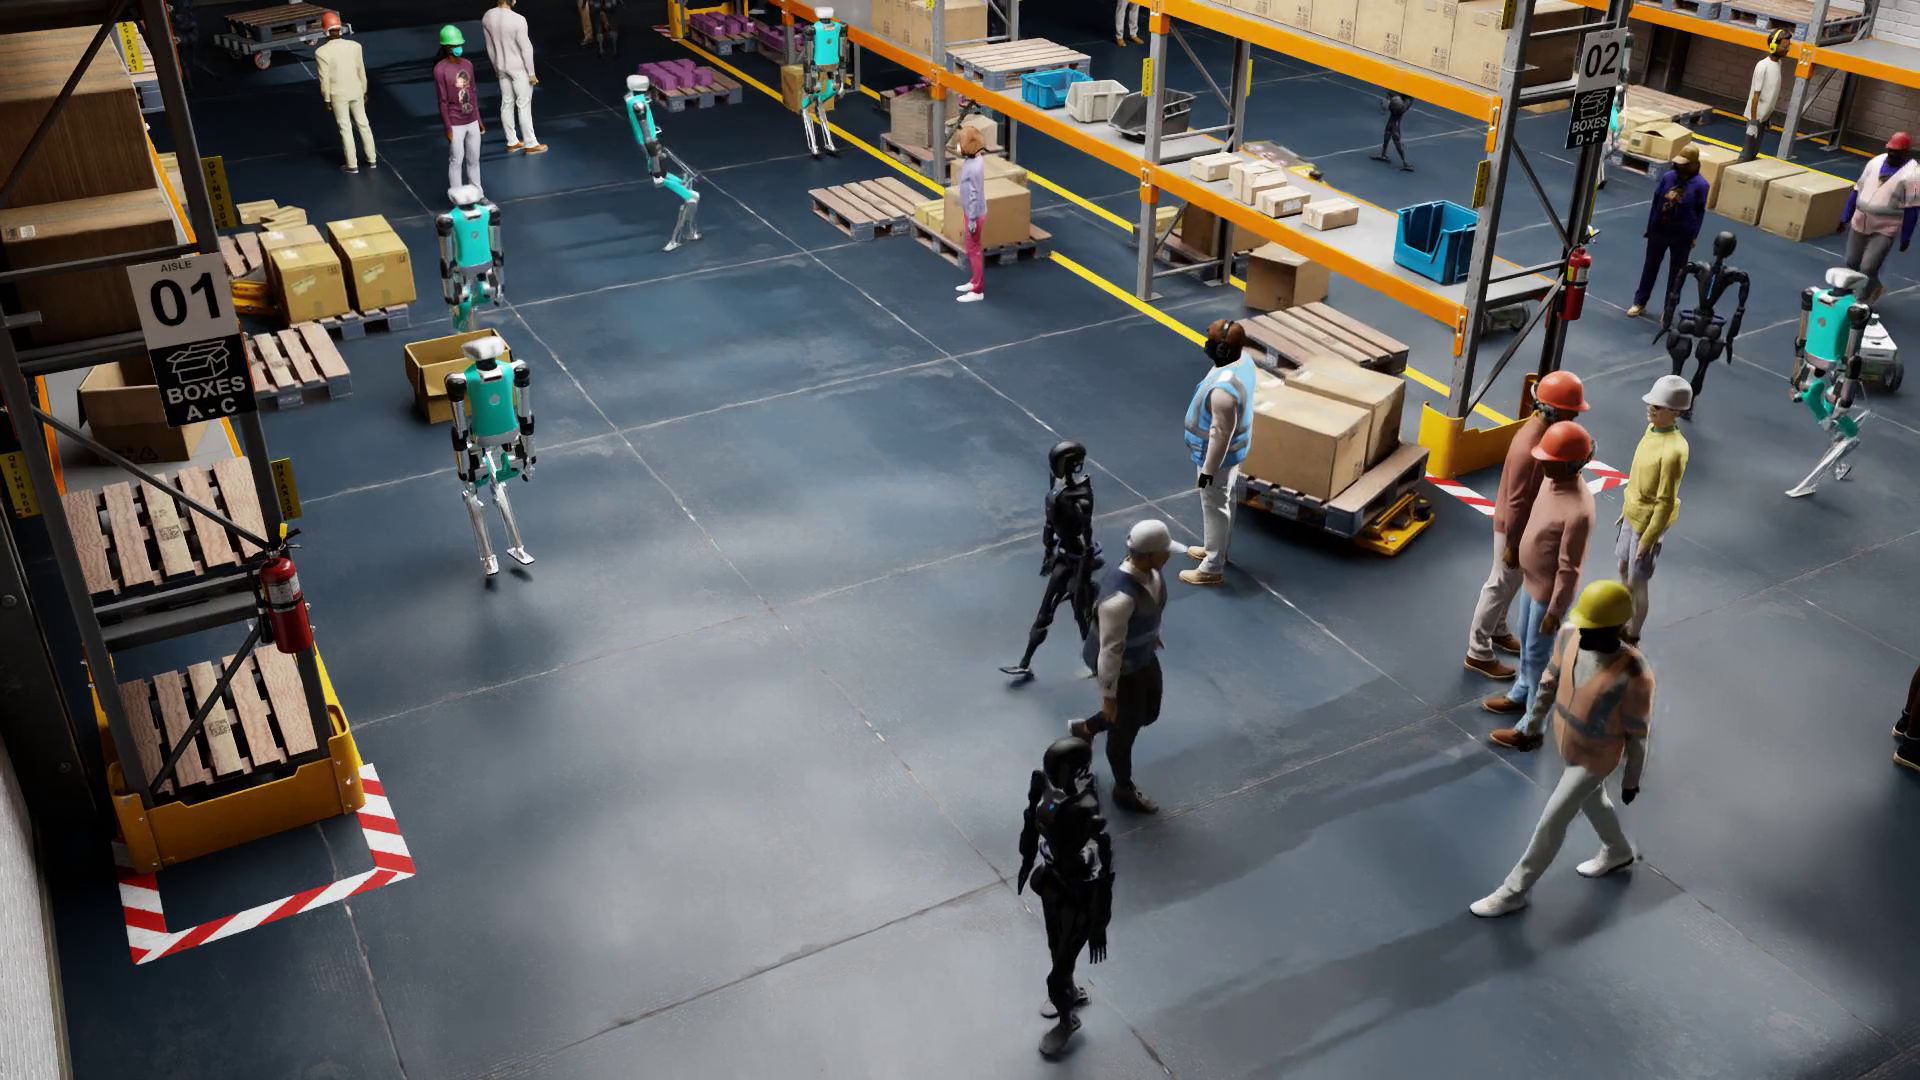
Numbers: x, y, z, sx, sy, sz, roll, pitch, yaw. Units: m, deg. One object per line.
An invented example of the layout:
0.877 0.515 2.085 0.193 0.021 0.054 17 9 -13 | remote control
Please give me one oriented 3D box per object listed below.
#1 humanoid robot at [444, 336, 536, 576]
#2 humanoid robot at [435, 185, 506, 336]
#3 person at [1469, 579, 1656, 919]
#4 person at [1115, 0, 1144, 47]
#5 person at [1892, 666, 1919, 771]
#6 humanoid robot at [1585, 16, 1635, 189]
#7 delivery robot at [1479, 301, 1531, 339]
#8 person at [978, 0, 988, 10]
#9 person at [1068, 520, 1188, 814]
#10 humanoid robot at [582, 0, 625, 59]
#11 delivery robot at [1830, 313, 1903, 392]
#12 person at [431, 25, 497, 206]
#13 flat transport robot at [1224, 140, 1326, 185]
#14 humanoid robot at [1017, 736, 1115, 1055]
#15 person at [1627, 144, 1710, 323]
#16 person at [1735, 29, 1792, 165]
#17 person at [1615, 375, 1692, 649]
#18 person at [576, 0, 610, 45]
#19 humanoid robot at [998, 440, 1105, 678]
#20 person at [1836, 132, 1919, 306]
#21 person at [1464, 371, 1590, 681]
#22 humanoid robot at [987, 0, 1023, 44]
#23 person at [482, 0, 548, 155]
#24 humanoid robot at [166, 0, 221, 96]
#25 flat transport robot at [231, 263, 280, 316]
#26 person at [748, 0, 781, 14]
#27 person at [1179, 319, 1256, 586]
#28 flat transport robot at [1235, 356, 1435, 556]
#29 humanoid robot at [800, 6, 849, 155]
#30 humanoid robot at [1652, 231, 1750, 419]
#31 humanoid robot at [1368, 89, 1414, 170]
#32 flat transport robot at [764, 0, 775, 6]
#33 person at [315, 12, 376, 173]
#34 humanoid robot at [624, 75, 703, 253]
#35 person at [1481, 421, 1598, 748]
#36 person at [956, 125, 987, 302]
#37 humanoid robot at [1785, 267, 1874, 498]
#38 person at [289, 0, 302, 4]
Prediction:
-3.087 -0.611 10.861 0.533 1.681 0.735 -17 34 -28 | humanoid robot
-4.050 -2.111 13.578 0.530 1.725 0.800 -22 37 -33 | humanoid robot
3.058 0.985 8.096 0.998 1.875 0.597 -9 31 -15 | person
2.470 -8.054 23.808 0.570 1.889 0.378 -16 33 -25 | person
5.496 0.372 9.059 0.361 1.964 0.612 14 33 23 | person
7.128 -4.740 18.244 0.558 1.833 0.886 -1 30 -1 | humanoid robot
4.726 -2.140 14.867 0.499 0.614 0.791 -10 31 -17 | delivery robot
0.164 -6.678 21.415 0.397 1.896 0.653 -7 31 -13 | person
0.854 0.642 8.822 0.594 1.733 0.777 18 34 28 | person
-4.990 -7.568 23.171 0.594 1.643 0.321 -2 30 -4 | humanoid robot
7.548 -1.585 13.895 0.499 0.608 0.803 6 30 10 | delivery robot
-5.210 -4.376 17.340 0.417 1.952 0.487 19 35 30 | person
3.487 -4.213 18.744 0.659 0.231 1.431 -9 31 -16 | flat transport robot
0.454 1.536 7.319 0.467 1.643 0.609 -20 36 -31 | humanoid robot
6.327 -2.721 14.786 0.451 1.619 0.357 22 37 33 | person
8.427 -4.417 17.498 0.329 1.867 0.509 23 37 35 | person
4.109 -0.119 9.989 0.384 1.894 0.476 1 30 2 | person
-5.371 -8.002 23.878 0.590 1.724 0.528 8 31 14 | person
0.609 0.168 9.734 0.720 1.637 0.590 -12 32 -20 | humanoid robot
8.202 -2.798 14.819 0.620 1.735 0.634 -16 34 -26 | person
3.367 -0.091 9.853 0.416 1.983 0.613 18 34 28 | person
0.649 -7.613 23.276 0.692 1.635 0.585 20 35 31 | humanoid robot
-5.143 -5.419 19.170 0.630 1.939 0.371 15 33 24 | person
-9.973 -6.558 21.424 0.482 1.643 0.608 8 31 13 | humanoid robot
-6.314 -2.477 15.722 0.659 0.231 1.431 6 30 11 | flat transport robot
-2.991 -9.023 25.548 0.530 1.830 0.550 11 32 19 | person
1.666 -0.571 10.825 0.430 1.845 0.620 10 31 16 | person
2.604 -0.297 11.926 1.431 0.231 0.659 22 36 33 | flat transport robot
-1.614 -5.283 18.999 0.533 1.676 0.735 -15 33 -24 | humanoid robot
5.692 -1.609 12.851 0.593 1.626 0.786 13 32 21 | humanoid robot
4.949 -5.015 18.757 0.610 1.644 0.595 18 34 28 | humanoid robot
-3.165 -8.843 26.803 0.659 0.231 1.431 -24 38 -35 | flat transport robot
-6.904 -5.010 18.639 0.336 1.752 0.563 25 38 37 | person
-2.801 -3.714 16.395 0.882 1.770 0.587 -8 31 -14 | humanoid robot
3.252 0.241 9.273 0.404 1.985 0.615 3 30 5 | person
0.106 -2.993 15.257 0.287 1.628 0.500 -2 30 -3 | person
6.351 -1.096 11.911 0.864 1.843 0.557 -11 32 -19 | humanoid robot
-9.844 -8.420 24.504 0.429 1.830 0.637 -9 31 -16 | person
